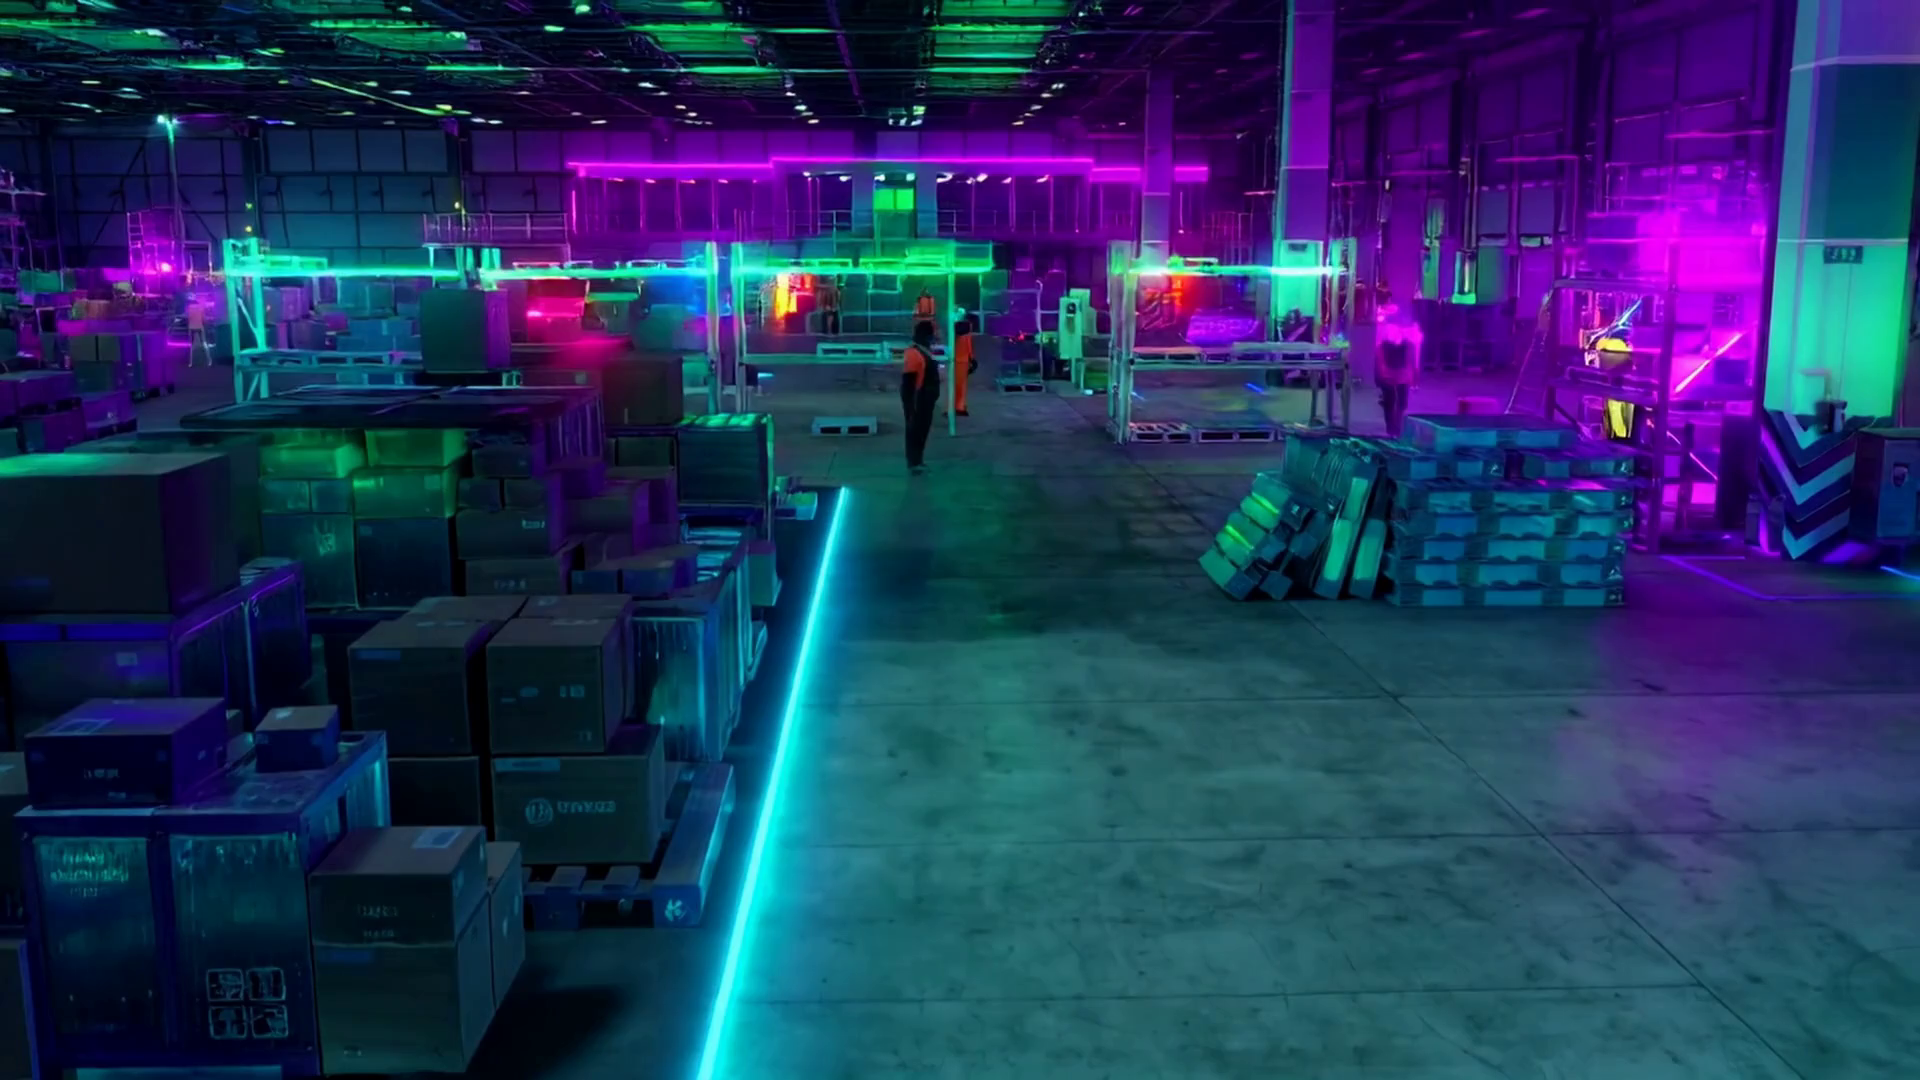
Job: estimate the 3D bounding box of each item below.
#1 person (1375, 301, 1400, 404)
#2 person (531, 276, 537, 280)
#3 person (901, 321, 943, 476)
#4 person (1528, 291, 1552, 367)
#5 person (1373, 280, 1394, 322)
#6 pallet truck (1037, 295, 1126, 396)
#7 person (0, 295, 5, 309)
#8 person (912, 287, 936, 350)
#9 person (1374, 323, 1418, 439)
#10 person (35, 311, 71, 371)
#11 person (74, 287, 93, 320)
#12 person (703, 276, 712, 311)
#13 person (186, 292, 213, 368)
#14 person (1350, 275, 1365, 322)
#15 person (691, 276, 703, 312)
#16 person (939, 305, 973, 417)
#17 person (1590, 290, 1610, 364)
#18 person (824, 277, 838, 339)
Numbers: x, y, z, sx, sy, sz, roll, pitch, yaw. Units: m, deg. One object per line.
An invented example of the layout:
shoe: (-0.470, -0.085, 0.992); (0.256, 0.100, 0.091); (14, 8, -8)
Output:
person: (8.022, -3.500, 31.149); (0.585, 1.922, 0.378); (-8, 13, -39)
person: (-15.067, -8.479, 58.931); (0.630, 1.901, 0.496); (4, 11, 20)
person: (-0.503, -1.871, 21.744); (0.534, 2.000, 0.803); (2, 10, 13)
person: (14.158, -5.135, 40.509); (0.518, 1.839, 0.820); (-1, 10, -4)
person: (12.339, -6.594, 48.419); (0.624, 1.916, 0.917); (2, 10, 12)
pallet truck: (2.483, -3.881, 33.060); (1.885, 1.965, 0.823); (-7, 13, -36)
person: (-28.386, -6.633, 48.894); (0.617, 1.808, 0.597); (8, 13, 37)
person: (-0.955, -5.712, 43.678); (0.592, 1.834, 0.989); (-2, 10, -12)
person: (6.632, -2.404, 25.349); (0.640, 1.817, 0.671); (2, 10, 11)
person: (-14.320, -2.641, 26.339); (0.644, 1.937, 0.378); (5, 11, 27)
person: (-25.523, -6.502, 48.464); (0.500, 1.716, 0.412); (-7, 12, -35)
person: (-9.289, -8.855, 61.092); (0.357, 1.881, 0.574); (-3, 10, -14)
person: (-18.504, -5.101, 40.377); (0.535, 1.822, 1.000); (1, 10, 5)
person: (14.655, -8.880, 61.395); (0.635, 1.824, 0.657); (0, 10, 1)
person: (-9.494, -8.583, 59.849); (0.980, 1.800, 0.530); (9, 14, 41)
person: (-0.063, -3.121, 28.989); (0.635, 1.937, 0.352); (-5, 11, -26)
person: (16.024, -5.382, 41.429); (0.375, 1.995, 0.610); (-2, 10, -9)
person: (-4.033, -7.223, 51.875); (0.372, 1.928, 0.543); (-5, 11, -27)
